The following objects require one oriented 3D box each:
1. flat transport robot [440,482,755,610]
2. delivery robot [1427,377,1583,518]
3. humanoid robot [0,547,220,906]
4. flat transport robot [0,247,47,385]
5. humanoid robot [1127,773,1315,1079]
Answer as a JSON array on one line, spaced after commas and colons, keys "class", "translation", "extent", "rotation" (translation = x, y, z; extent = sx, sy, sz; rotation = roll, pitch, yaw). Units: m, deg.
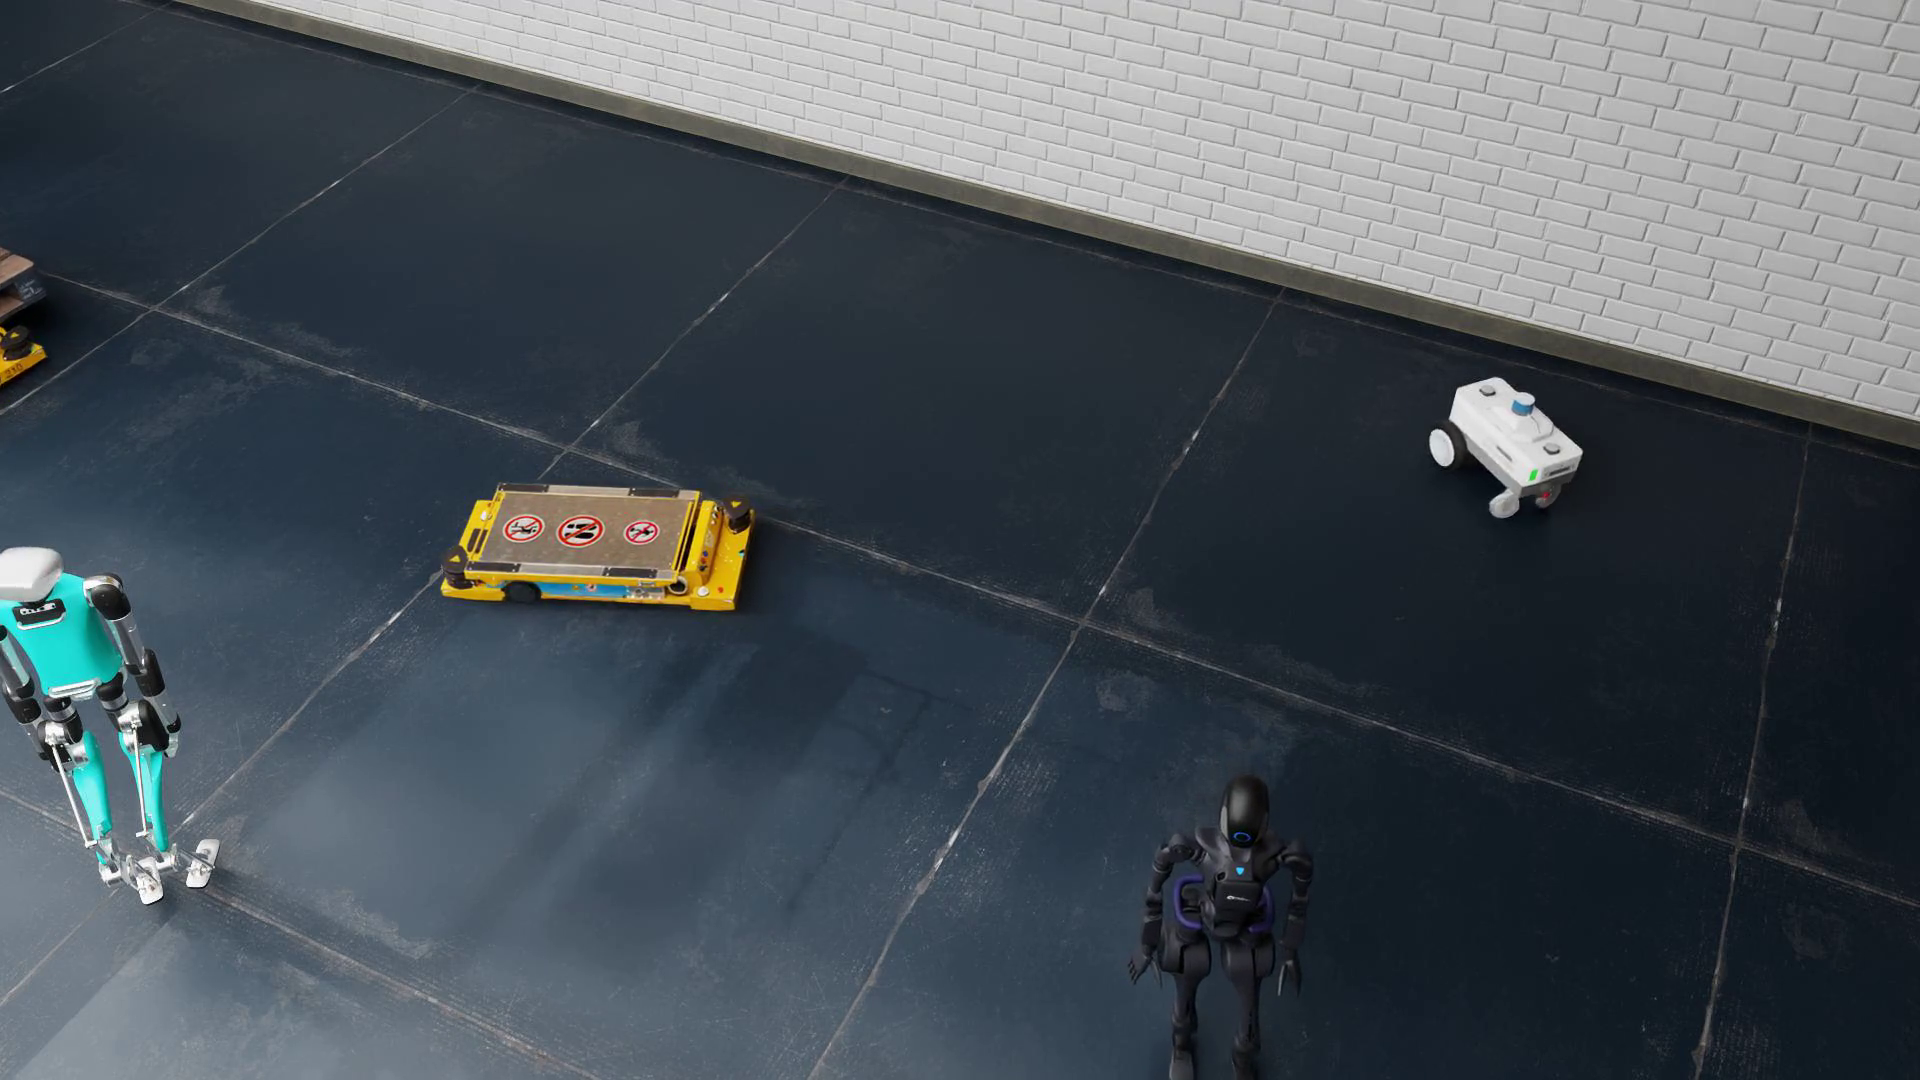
[{"class": "flat transport robot", "translation": [-1.776, 0.032, 8.221], "extent": [1.431, 0.231, 0.659], "rotation": [2, 43, 3]}, {"class": "delivery robot", "translation": [2.825, -0.510, 8.608], "extent": [0.514, 0.611, 0.783], "rotation": [-17, 45, -17]}, {"class": "humanoid robot", "translation": [-3.201, 0.825, 6.189], "extent": [0.533, 1.675, 0.735], "rotation": [-12, 44, -12]}, {"class": "flat transport robot", "translation": [-5.985, -1.159, 9.505], "extent": [1.431, 0.231, 0.659], "rotation": [22, 47, 22]}, {"class": "humanoid robot", "translation": [0.891, 1.405, 5.697], "extent": [0.608, 1.648, 0.388], "rotation": [2, 43, 2]}]
